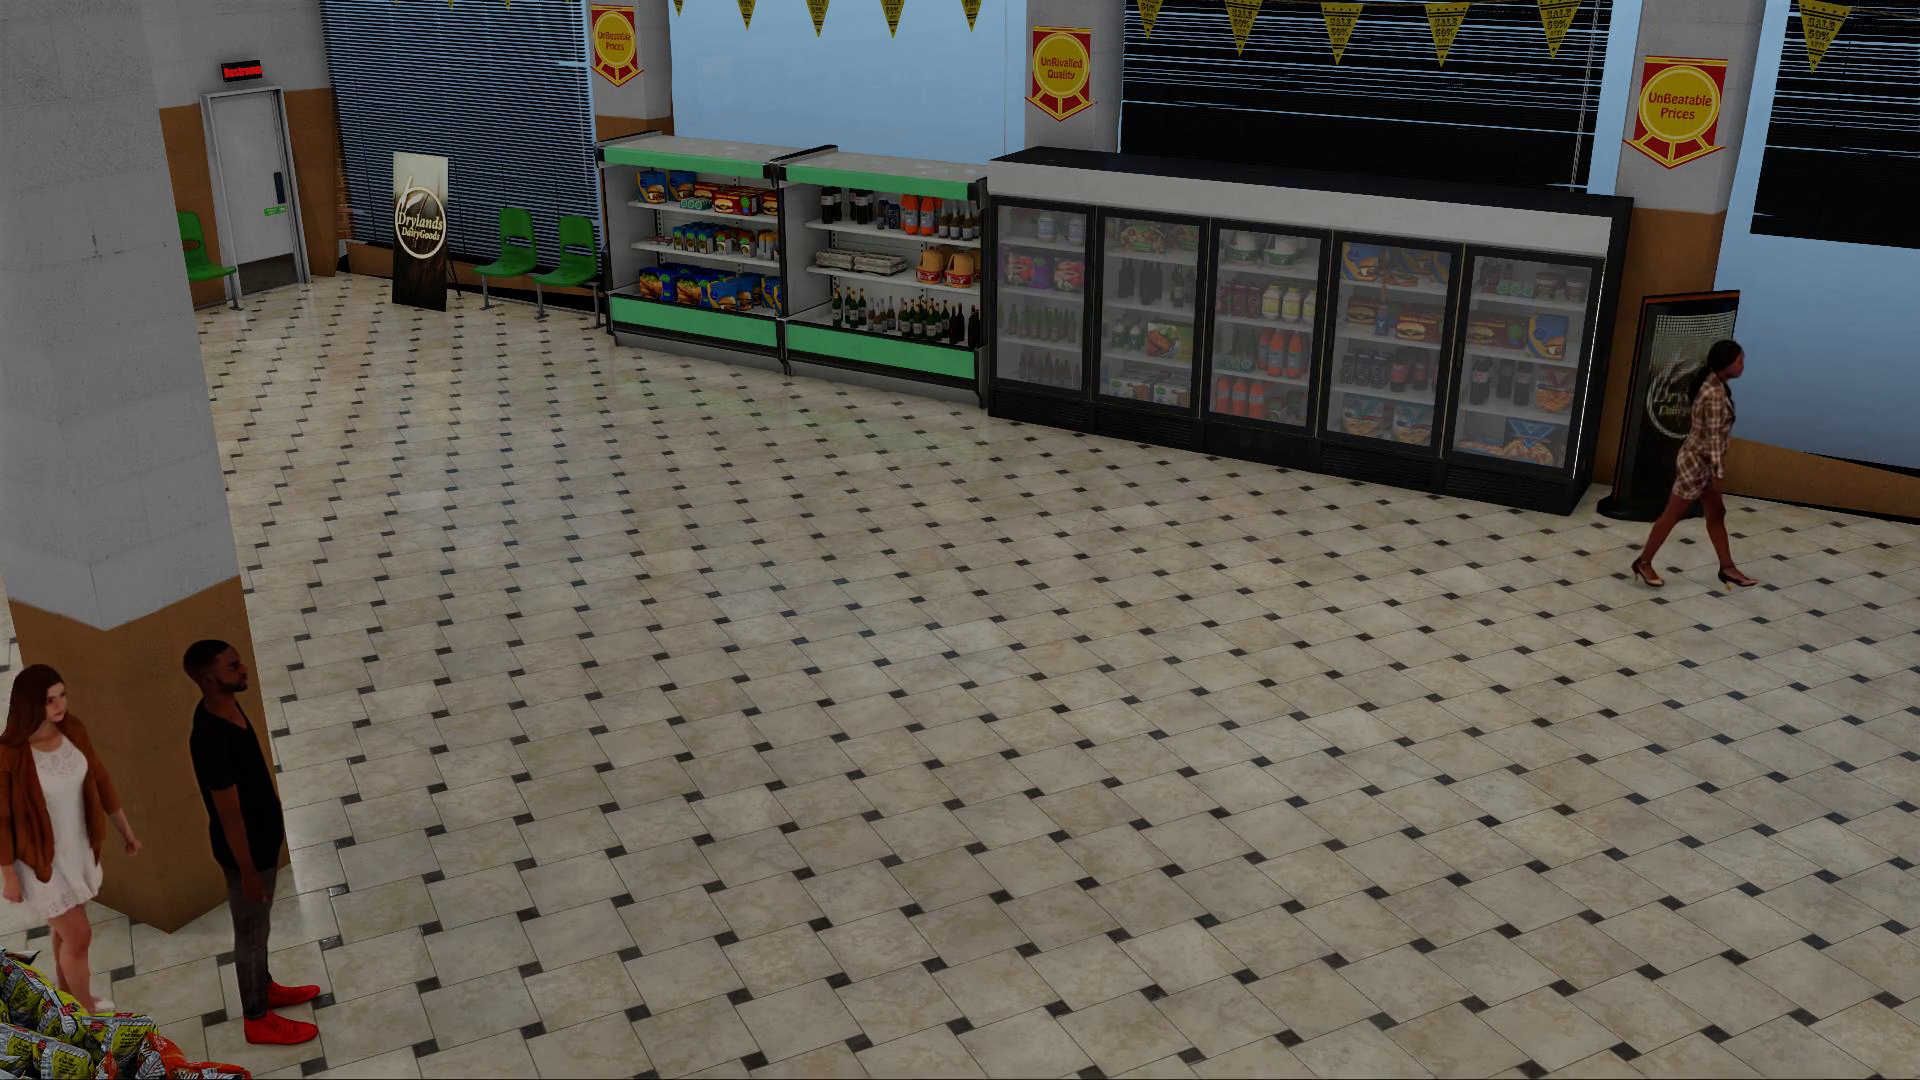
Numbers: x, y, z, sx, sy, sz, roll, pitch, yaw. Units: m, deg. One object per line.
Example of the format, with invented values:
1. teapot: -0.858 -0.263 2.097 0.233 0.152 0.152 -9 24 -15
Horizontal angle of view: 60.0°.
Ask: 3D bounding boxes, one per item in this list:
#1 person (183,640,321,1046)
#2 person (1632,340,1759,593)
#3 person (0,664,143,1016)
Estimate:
1. person: -2.944 1.229 6.832 0.775 1.805 0.696 -7 23 -17
2. person: 4.836 -0.469 11.129 1.020 1.751 0.624 10 24 24
3. person: -3.801 1.275 6.861 0.737 1.697 0.719 5 23 13
